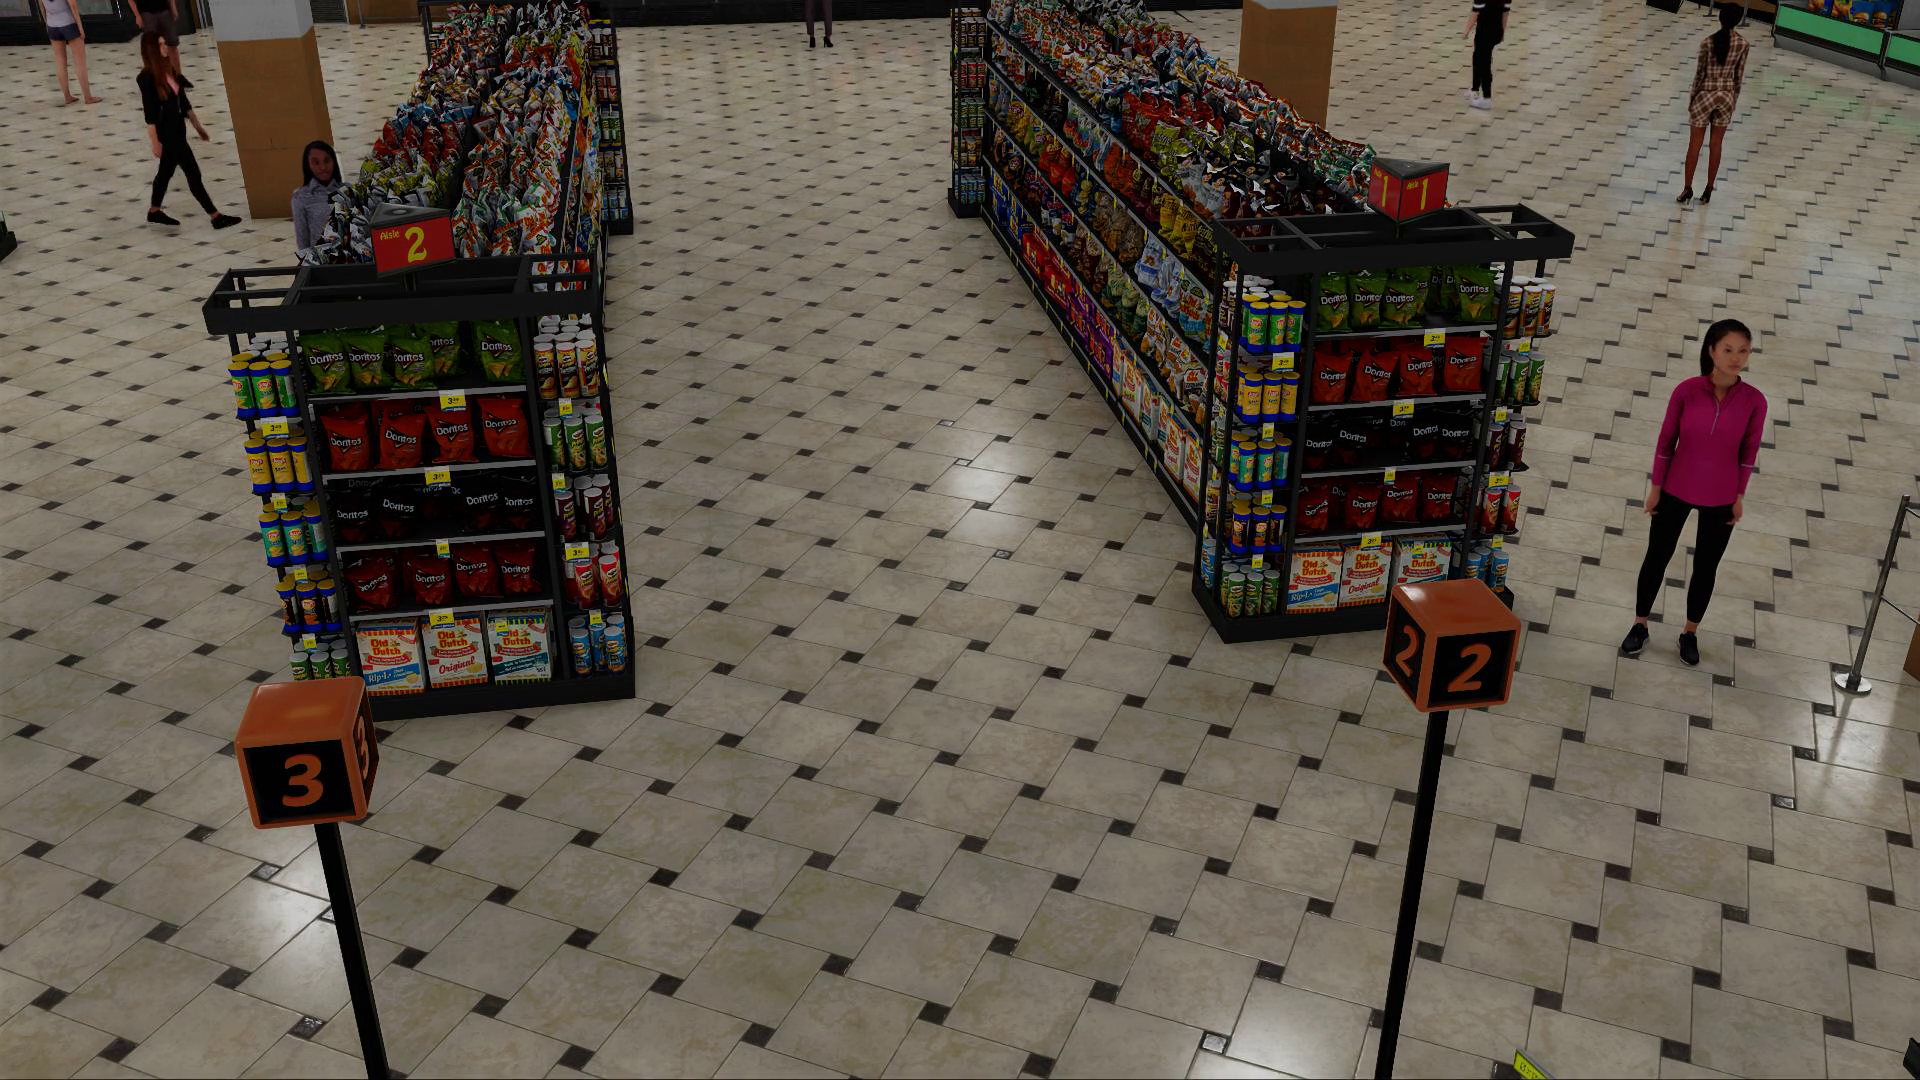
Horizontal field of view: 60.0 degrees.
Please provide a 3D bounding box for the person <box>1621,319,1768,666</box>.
[{"bbox_3d":[3.464,-0.222,7.805,0.687,1.697,0.718,10,29,20],"label":"person"}]

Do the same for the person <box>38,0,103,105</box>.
[{"bbox_3d":[-10.165,-5.821,18.838,0.653,1.705,0.614,3,27,7],"label":"person"}]

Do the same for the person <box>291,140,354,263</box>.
[{"bbox_3d":[-4.000,-1.708,10.705,0.667,1.725,0.663,-18,32,-31],"label":"person"}]

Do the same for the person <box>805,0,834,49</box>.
[{"bbox_3d":[-1.876,-7.334,21.859,0.647,1.672,0.606,2,27,3],"label":"person"}]

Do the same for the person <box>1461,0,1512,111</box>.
[{"bbox_3d":[5.936,-5.624,18.535,0.729,1.627,0.807,-15,31,-27],"label":"person"}]

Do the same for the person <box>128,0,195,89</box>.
[{"bbox_3d":[-9.428,-6.145,19.359,0.928,1.811,0.886,17,31,29],"label":"person"}]

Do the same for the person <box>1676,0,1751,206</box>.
[{"bbox_3d":[6.788,-3.921,14.991,0.652,1.795,0.651,4,27,8],"label":"person"}]

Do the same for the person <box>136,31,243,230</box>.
[{"bbox_3d":[-6.832,-3.467,14.235,0.882,1.670,1.131,2,27,5],"label":"person"}]

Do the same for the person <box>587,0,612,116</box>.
[{"bbox_3d":[-3.994,-5.534,18.159,0.822,1.807,0.713,4,27,9],"label":"person"}]
